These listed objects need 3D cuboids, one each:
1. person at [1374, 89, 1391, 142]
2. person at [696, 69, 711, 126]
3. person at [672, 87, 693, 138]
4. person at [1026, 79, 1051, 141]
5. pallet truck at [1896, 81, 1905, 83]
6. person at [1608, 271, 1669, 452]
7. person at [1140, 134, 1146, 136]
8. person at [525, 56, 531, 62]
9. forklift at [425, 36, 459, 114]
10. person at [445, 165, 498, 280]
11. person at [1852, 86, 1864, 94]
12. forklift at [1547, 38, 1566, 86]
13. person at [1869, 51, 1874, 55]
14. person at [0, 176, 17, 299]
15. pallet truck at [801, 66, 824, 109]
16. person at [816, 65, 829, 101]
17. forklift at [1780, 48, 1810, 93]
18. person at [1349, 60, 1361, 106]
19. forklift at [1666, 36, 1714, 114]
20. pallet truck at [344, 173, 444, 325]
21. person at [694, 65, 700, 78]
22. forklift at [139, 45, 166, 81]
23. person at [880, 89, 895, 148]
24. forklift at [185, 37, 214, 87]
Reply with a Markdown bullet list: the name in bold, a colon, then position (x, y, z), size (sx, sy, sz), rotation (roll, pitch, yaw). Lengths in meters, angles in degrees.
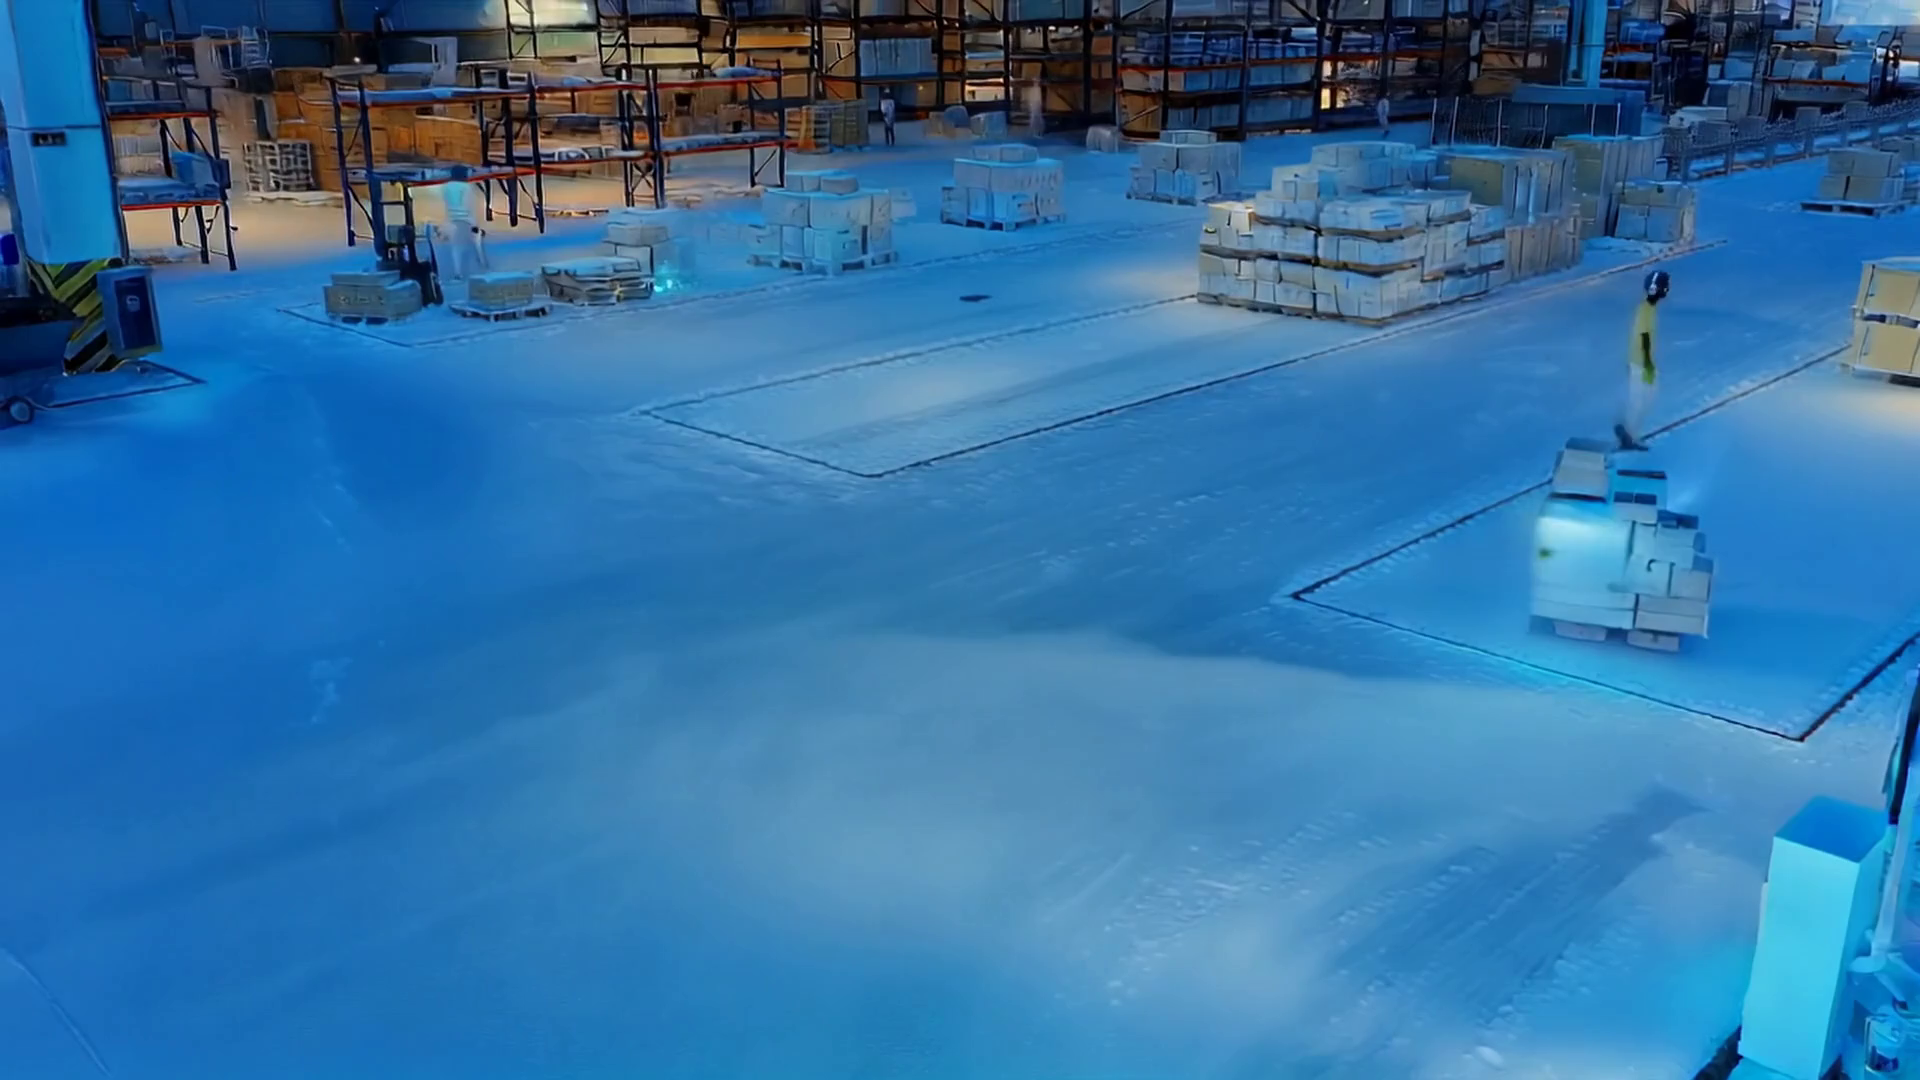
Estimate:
- **person**: position (12.603, -12.486, 49.261), size (0.650, 1.672, 0.548), rotation (-1, 18, -2)
- **person**: position (-8.790, -15.100, 56.779), size (0.459, 1.919, 0.628), rotation (8, 20, 23)
- **person**: position (-8.163, -12.510, 49.010), size (0.595, 1.901, 0.667), rotation (-6, 19, -17)
- **person**: position (2.442, -13.260, 51.321), size (0.877, 1.862, 0.684), rotation (-6, 19, -18)
- **pallet truck**: position (34.802, -16.331, 61.455), size (0.653, 1.274, 1.630), rotation (17, 25, 41)
- **person**: position (6.917, -1.791, 16.785), size (0.376, 1.851, 0.517), rotation (10, 21, 28)
- **person**: position (6.024, -13.876, 53.142), size (0.543, 1.900, 0.974), rotation (13, 22, 34)
- **person**: position (-17.451, -18.616, 67.372), size (0.648, 1.932, 0.992), rotation (-5, 19, -16)
- **forklift**: position (-18.949, -17.311, 61.939), size (1.129, 2.768, 1.873), rotation (17, 25, 41)
- **person**: position (-7.993, -5.187, 27.079), size (0.639, 1.800, 0.899), rotation (9, 20, 24)
- **person**: position (32.612, -16.190, 60.409), size (0.537, 1.696, 0.318), rotation (-7, 20, -20)
- **forklift**: position (21.472, -16.695, 60.082), size (1.873, 2.768, 1.129), rotation (2, 18, 5)
- **person**: position (43.131, -22.311, 78.848), size (0.501, 1.692, 0.902), rotation (-4, 19, -12)
- **person**: position (-14.319, -4.541, 24.844), size (0.611, 1.997, 0.375), rotation (5, 19, 14)
- **pallet truck**: position (-4.812, -15.182, 56.903), size (0.823, 1.965, 1.885), rotation (-9, 21, -26)
- **person**: position (-4.867, -15.909, 59.189), size (0.603, 1.945, 0.700), rotation (16, 24, 39)
- **forklift**: position (35.982, -20.112, 70.377), size (1.873, 2.768, 1.129), rotation (17, 25, 41)
- **person**: position (15.930, -18.394, 66.828), size (0.580, 1.827, 0.526), rotation (-17, 25, -42)
- **forklift**: position (27.341, -17.291, 61.877), size (1.129, 2.768, 1.873), rotation (17, 25, 41)
- **pallet truck**: position (-8.209, -4.181, 23.757), size (0.823, 1.965, 1.885), rotation (3, 19, 9)
- **person**: position (-10.411, -18.055, 66.133), size (0.456, 1.624, 0.532), rotation (-14, 23, -37)
- **forklift**: position (-25.287, -14.121, 52.325), size (1.129, 2.768, 1.873), rotation (17, 25, 41)
- **person**: position (-2.144, -12.438, 49.104), size (0.317, 1.695, 0.540), rotation (16, 24, 40)
- **forklift**: position (-27.859, -17.141, 61.425), size (1.873, 2.768, 1.129), rotation (1, 18, 3)
